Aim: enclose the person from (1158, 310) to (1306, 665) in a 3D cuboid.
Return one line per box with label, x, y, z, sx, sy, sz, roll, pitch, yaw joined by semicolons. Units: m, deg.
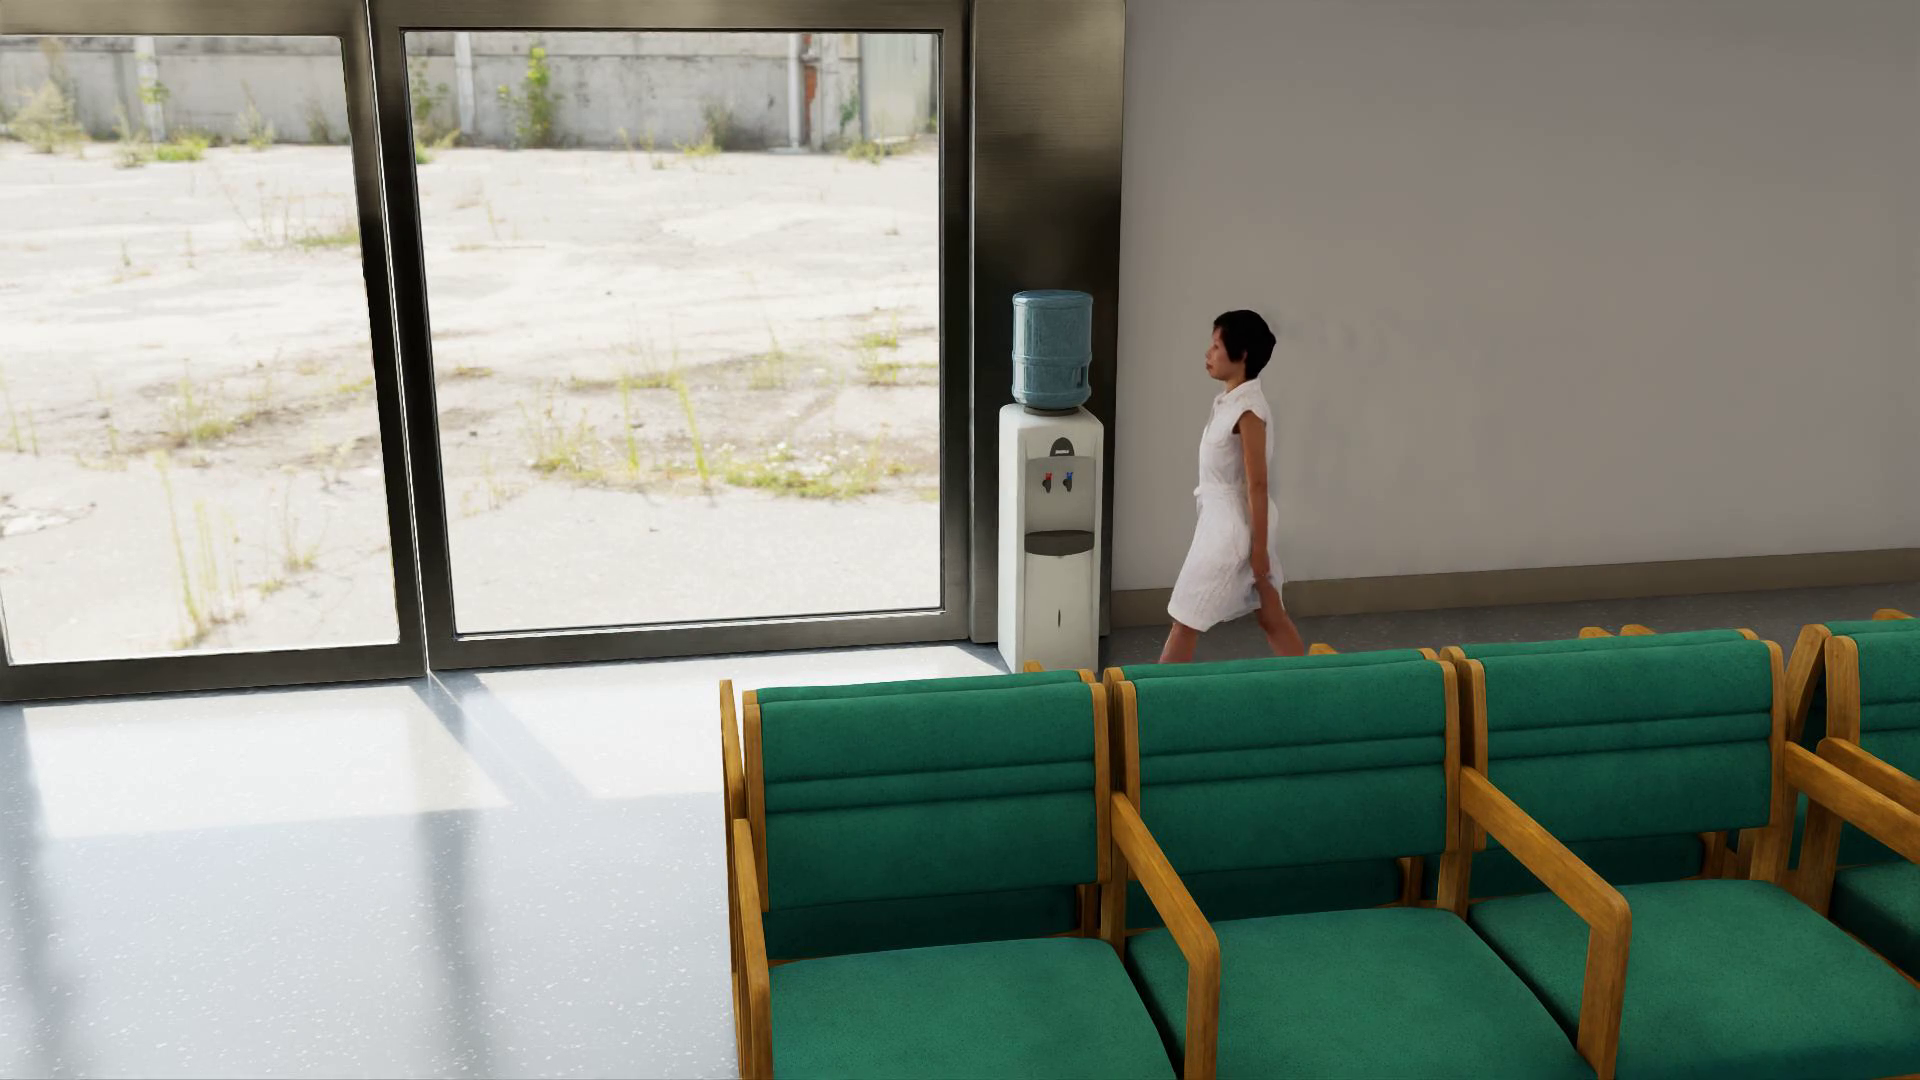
person;1.027;0.004;5.711;0.815;1.507;1.026;2;16;6
